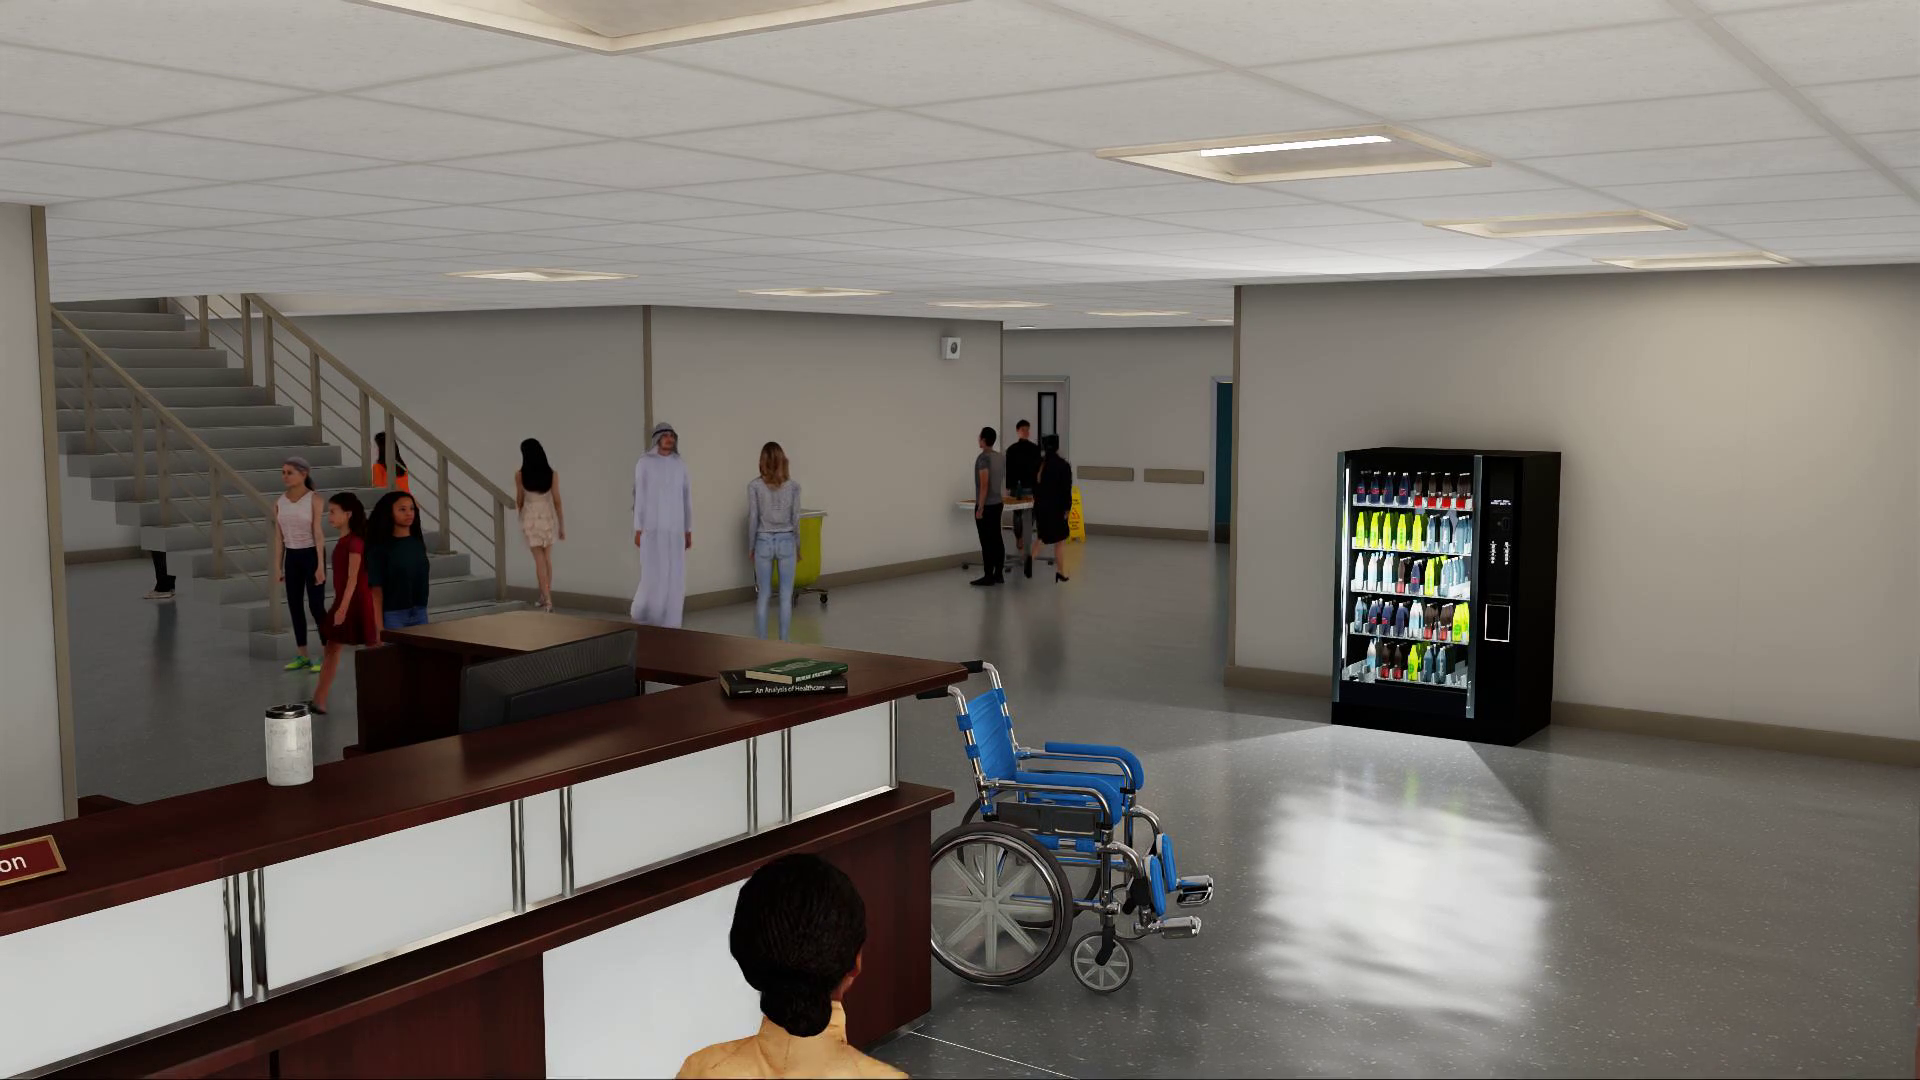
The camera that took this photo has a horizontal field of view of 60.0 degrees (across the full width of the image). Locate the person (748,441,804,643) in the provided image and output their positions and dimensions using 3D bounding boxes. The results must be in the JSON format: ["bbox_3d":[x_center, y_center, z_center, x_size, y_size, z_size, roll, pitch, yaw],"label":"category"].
[{"bbox_3d":[-1.493,0.091,13.618,0.670,1.787,0.752,0,6,-3],"label":"person"}]

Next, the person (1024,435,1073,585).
[{"bbox_3d":[0.945,-0.314,18.333,0.856,1.649,0.763,4,7,38],"label":"person"}]

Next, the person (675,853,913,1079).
[{"bbox_3d":[-0.251,1.309,2.372,1.129,1.615,0.943,1,6,13],"label":"person"}]

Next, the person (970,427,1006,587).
[{"bbox_3d":[0.324,-0.384,18.503,0.566,1.754,0.649,3,6,27],"label":"person"}]

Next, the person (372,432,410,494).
[{"bbox_3d":[-5.849,-0.243,17.360,1.093,1.702,0.706,3,7,30],"label":"person"}]

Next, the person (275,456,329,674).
[{"bbox_3d":[-5.157,0.188,13.106,0.571,1.698,0.727,2,6,17],"label":"person"}]

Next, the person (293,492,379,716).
[{"bbox_3d":[-4.046,0.452,11.365,0.713,1.520,0.916,-5,8,-43],"label":"person"}]

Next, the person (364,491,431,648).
[{"bbox_3d":[-3.504,0.498,10.427,0.578,1.617,0.587,4,7,34],"label":"person"}]

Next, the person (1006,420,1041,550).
[{"bbox_3d":[0.830,-0.747,22.313,0.852,1.715,0.912,-1,6,-10],"label":"person"}]

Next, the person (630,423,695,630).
[{"bbox_3d":[-2.648,-0.071,14.600,0.871,1.912,0.973,-4,7,-33],"label":"person"}]

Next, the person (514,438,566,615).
[{"bbox_3d":[-4.004,-0.077,15.793,0.871,1.686,1.040,-2,6,-20],"label":"person"}]
